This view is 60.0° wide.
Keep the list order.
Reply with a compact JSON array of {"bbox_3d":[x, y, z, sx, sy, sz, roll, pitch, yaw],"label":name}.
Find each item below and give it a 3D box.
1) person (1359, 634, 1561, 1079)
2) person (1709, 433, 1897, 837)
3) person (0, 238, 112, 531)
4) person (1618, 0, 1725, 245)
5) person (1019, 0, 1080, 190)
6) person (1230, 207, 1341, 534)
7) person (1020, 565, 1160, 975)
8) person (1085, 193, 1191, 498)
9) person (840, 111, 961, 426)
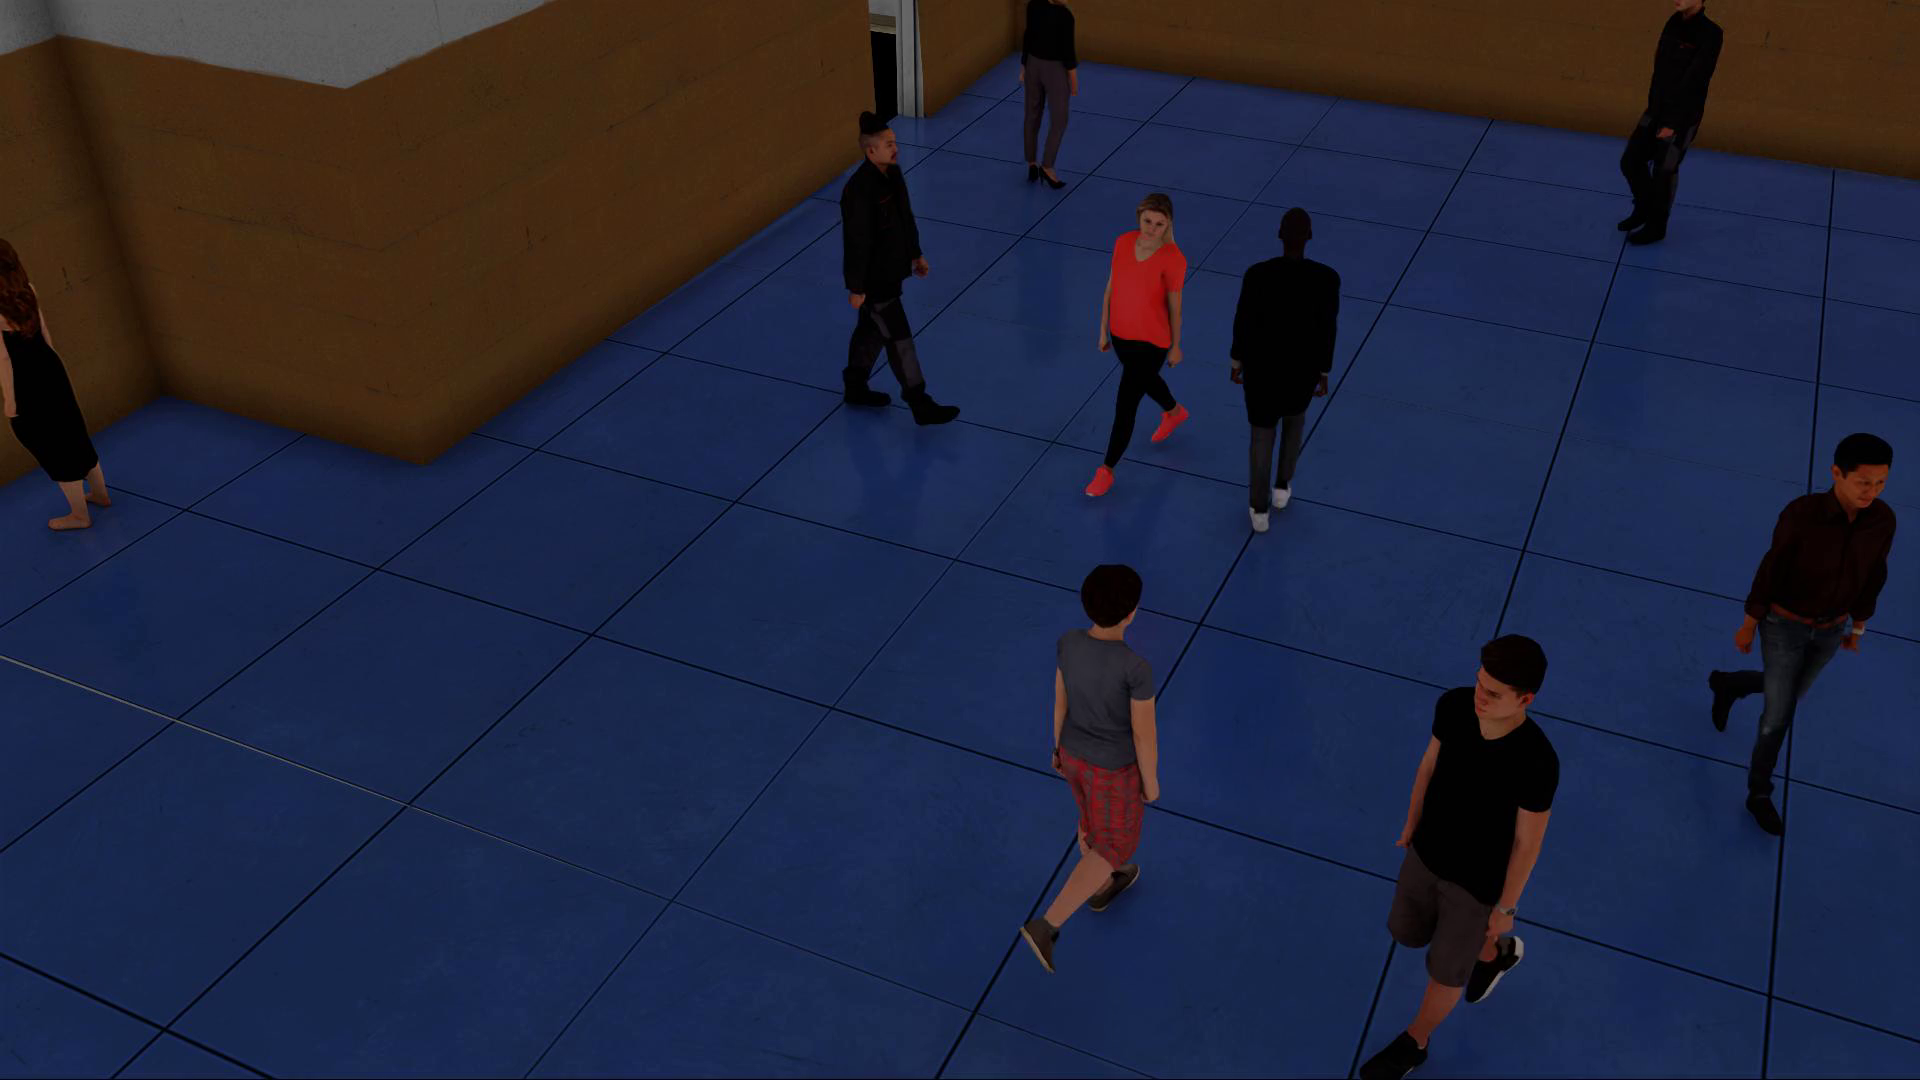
[{"bbox_3d":[1.745,1.051,5.544,1.057,1.850,1.042,-17,37,-24],"label":"person"},{"bbox_3d":[3.385,0.296,6.770,1.131,1.748,1.046,-2,34,-3],"label":"person"},{"bbox_3d":[-4.731,-0.798,8.527,0.642,1.624,0.625,5,34,8],"label":"person"},{"bbox_3d":[5.025,-2.979,11.535,0.886,1.924,0.828,-10,35,-15],"label":"person"},{"bbox_3d":[0.643,-3.426,12.509,0.541,1.590,0.754,17,37,24],"label":"person"},{"bbox_3d":[1.627,-0.806,8.426,0.744,1.750,0.832,3,34,5],"label":"person"},{"bbox_3d":[0.469,0.855,6.022,1.018,1.634,0.872,29,43,36],"label":"person"},{"bbox_3d":[1.033,-1.093,8.949,0.963,1.649,1.195,-26,42,-34],"label":"person"},{"bbox_3d":[-0.536,-1.541,9.432,1.069,1.836,0.876,8,34,11],"label":"person"}]
